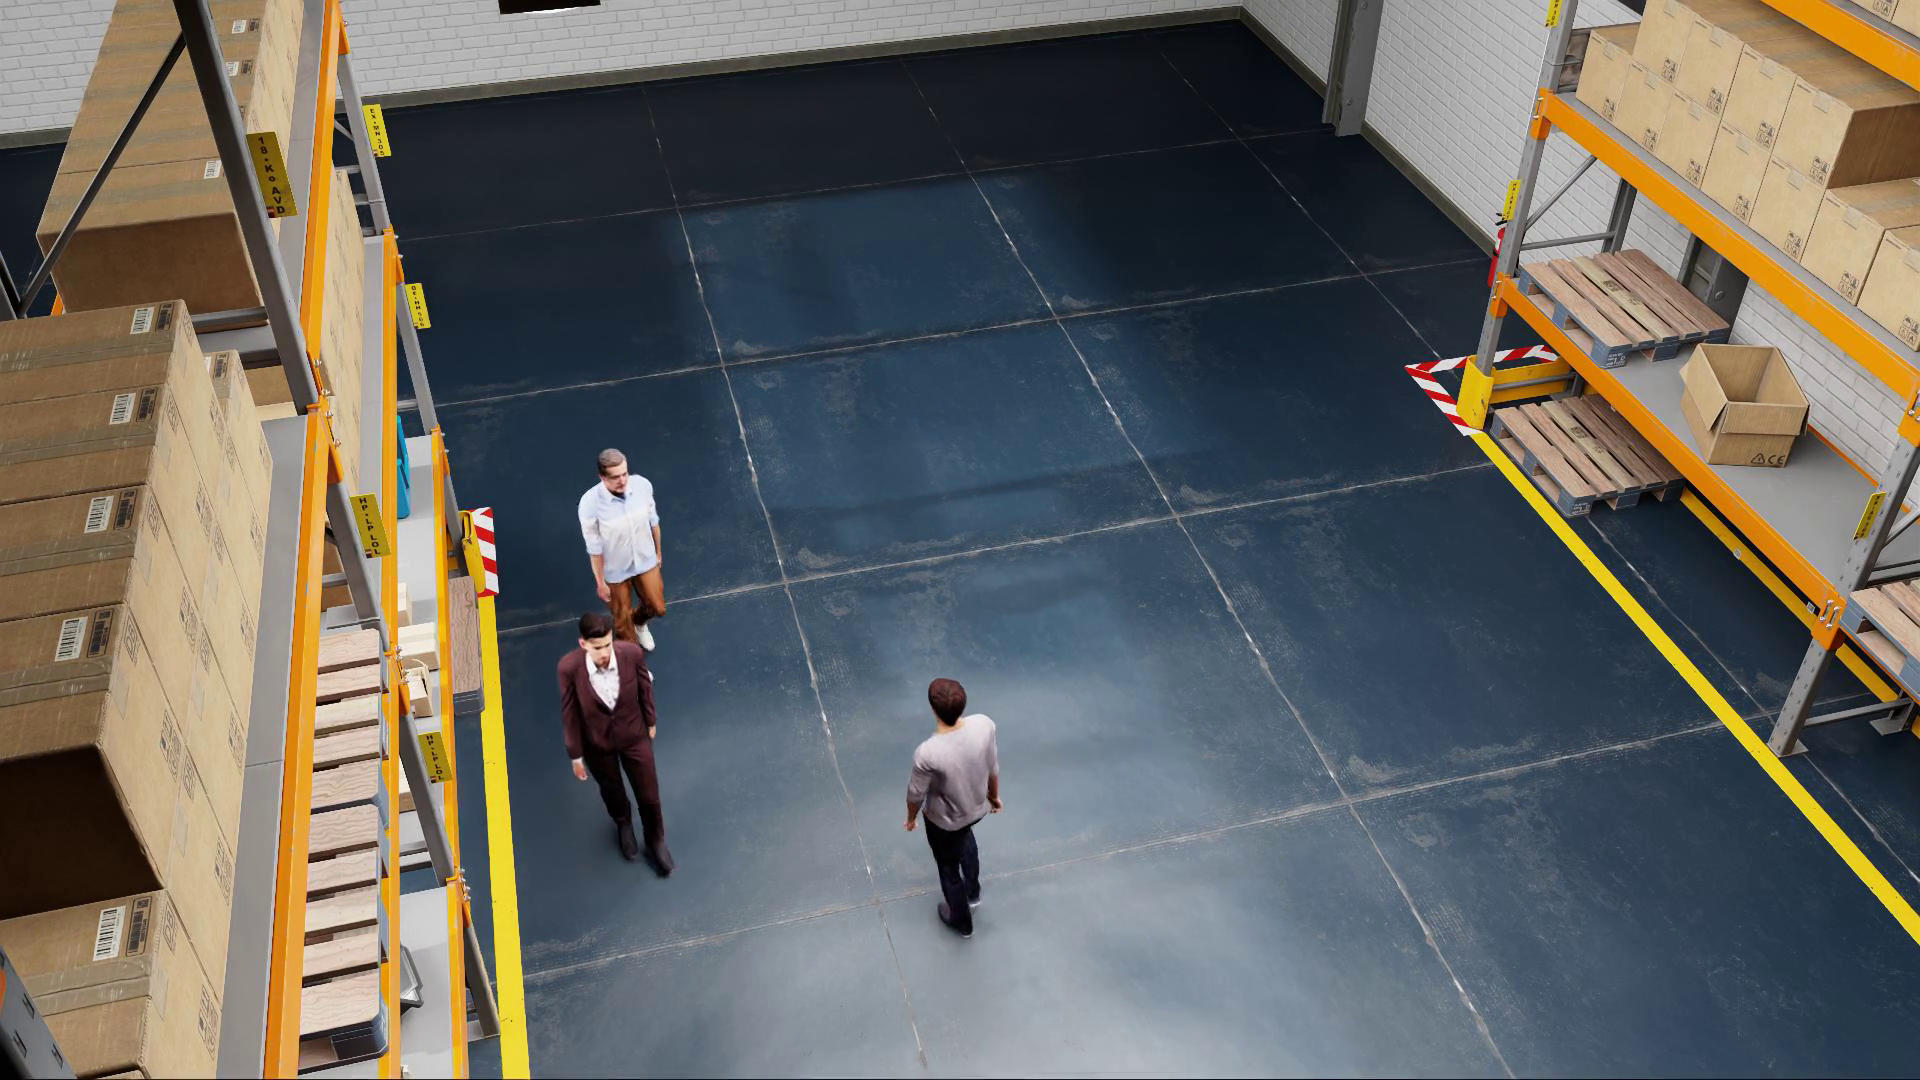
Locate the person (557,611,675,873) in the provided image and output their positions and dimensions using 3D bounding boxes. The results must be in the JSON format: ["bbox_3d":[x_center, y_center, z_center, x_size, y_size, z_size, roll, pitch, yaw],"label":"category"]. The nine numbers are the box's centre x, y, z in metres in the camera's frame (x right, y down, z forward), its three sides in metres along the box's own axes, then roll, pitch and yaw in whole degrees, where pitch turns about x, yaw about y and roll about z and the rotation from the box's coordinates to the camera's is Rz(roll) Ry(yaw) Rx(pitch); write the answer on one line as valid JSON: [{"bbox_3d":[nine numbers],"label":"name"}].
[{"bbox_3d":[-2.012,1.074,9.556,0.676,1.849,0.716,-10,40,-12],"label":"person"}]

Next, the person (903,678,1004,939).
[{"bbox_3d":[0.028,1.514,9.022,0.787,1.828,0.789,-24,45,-27],"label":"person"}]

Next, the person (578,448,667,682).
[{"bbox_3d":[-2.202,0.103,10.796,0.816,1.820,0.849,-22,44,-25],"label":"person"}]
